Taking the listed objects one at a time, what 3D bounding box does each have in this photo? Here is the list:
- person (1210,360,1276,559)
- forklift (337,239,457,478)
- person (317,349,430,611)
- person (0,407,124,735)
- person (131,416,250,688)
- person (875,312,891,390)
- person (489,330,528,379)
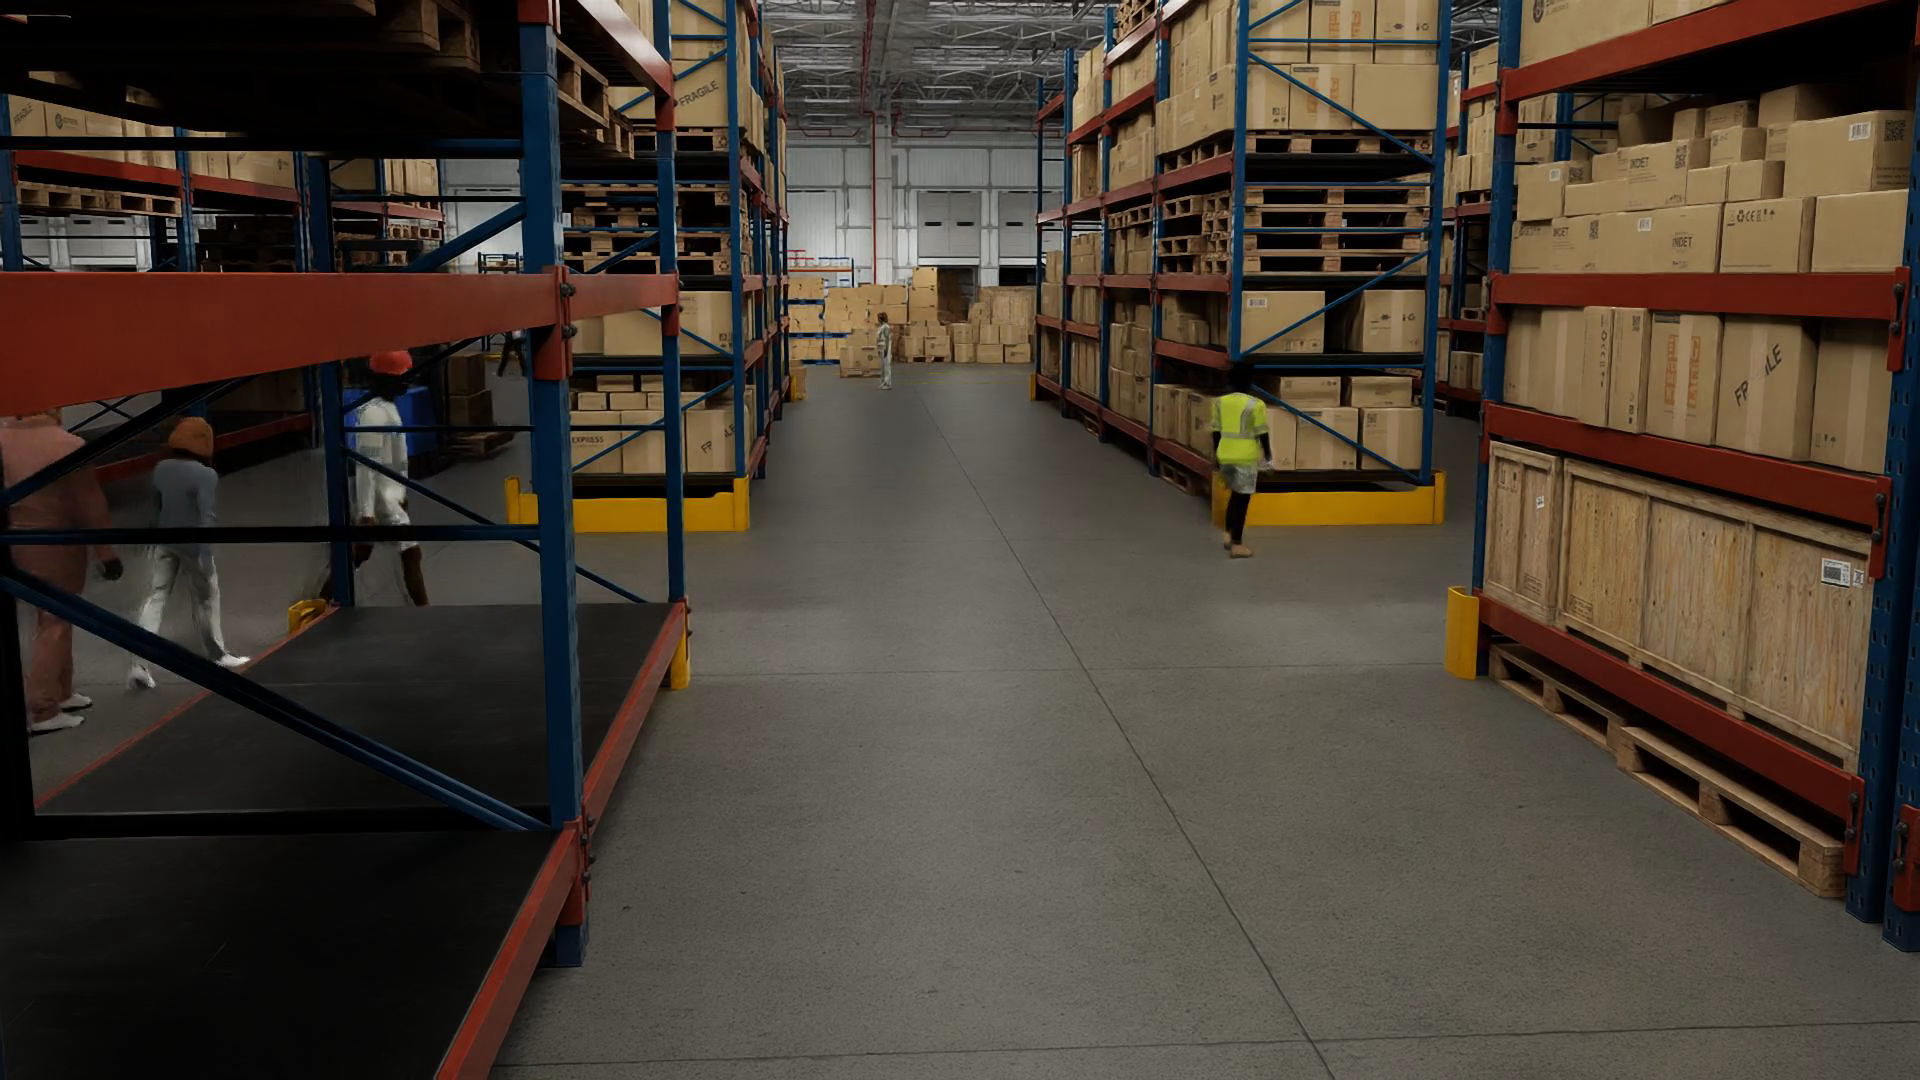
[{"bbox_3d":[2.404,-0.681,14.130,0.412,1.693,0.548,-7,12,-39],"label":"person"},{"bbox_3d":[-6.881,-2.201,19.952,1.129,2.768,1.873,-1,9,-4],"label":"forklift"},{"bbox_3d":[-3.825,-0.292,10.809,1.048,1.985,0.707,-2,9,-14],"label":"person"},{"bbox_3d":[-4.787,0.060,8.879,0.642,1.882,0.740,3,10,18],"label":"person"},{"bbox_3d":[-4.617,0.064,9.804,0.578,1.579,0.866,3,10,20],"label":"person"},{"bbox_3d":[-1.598,-3.973,34.971,0.314,1.636,0.515,-3,9,-17],"label":"person"},{"bbox_3d":[-10.407,-4.641,38.416,0.997,1.867,0.592,3,10,19],"label":"person"}]
